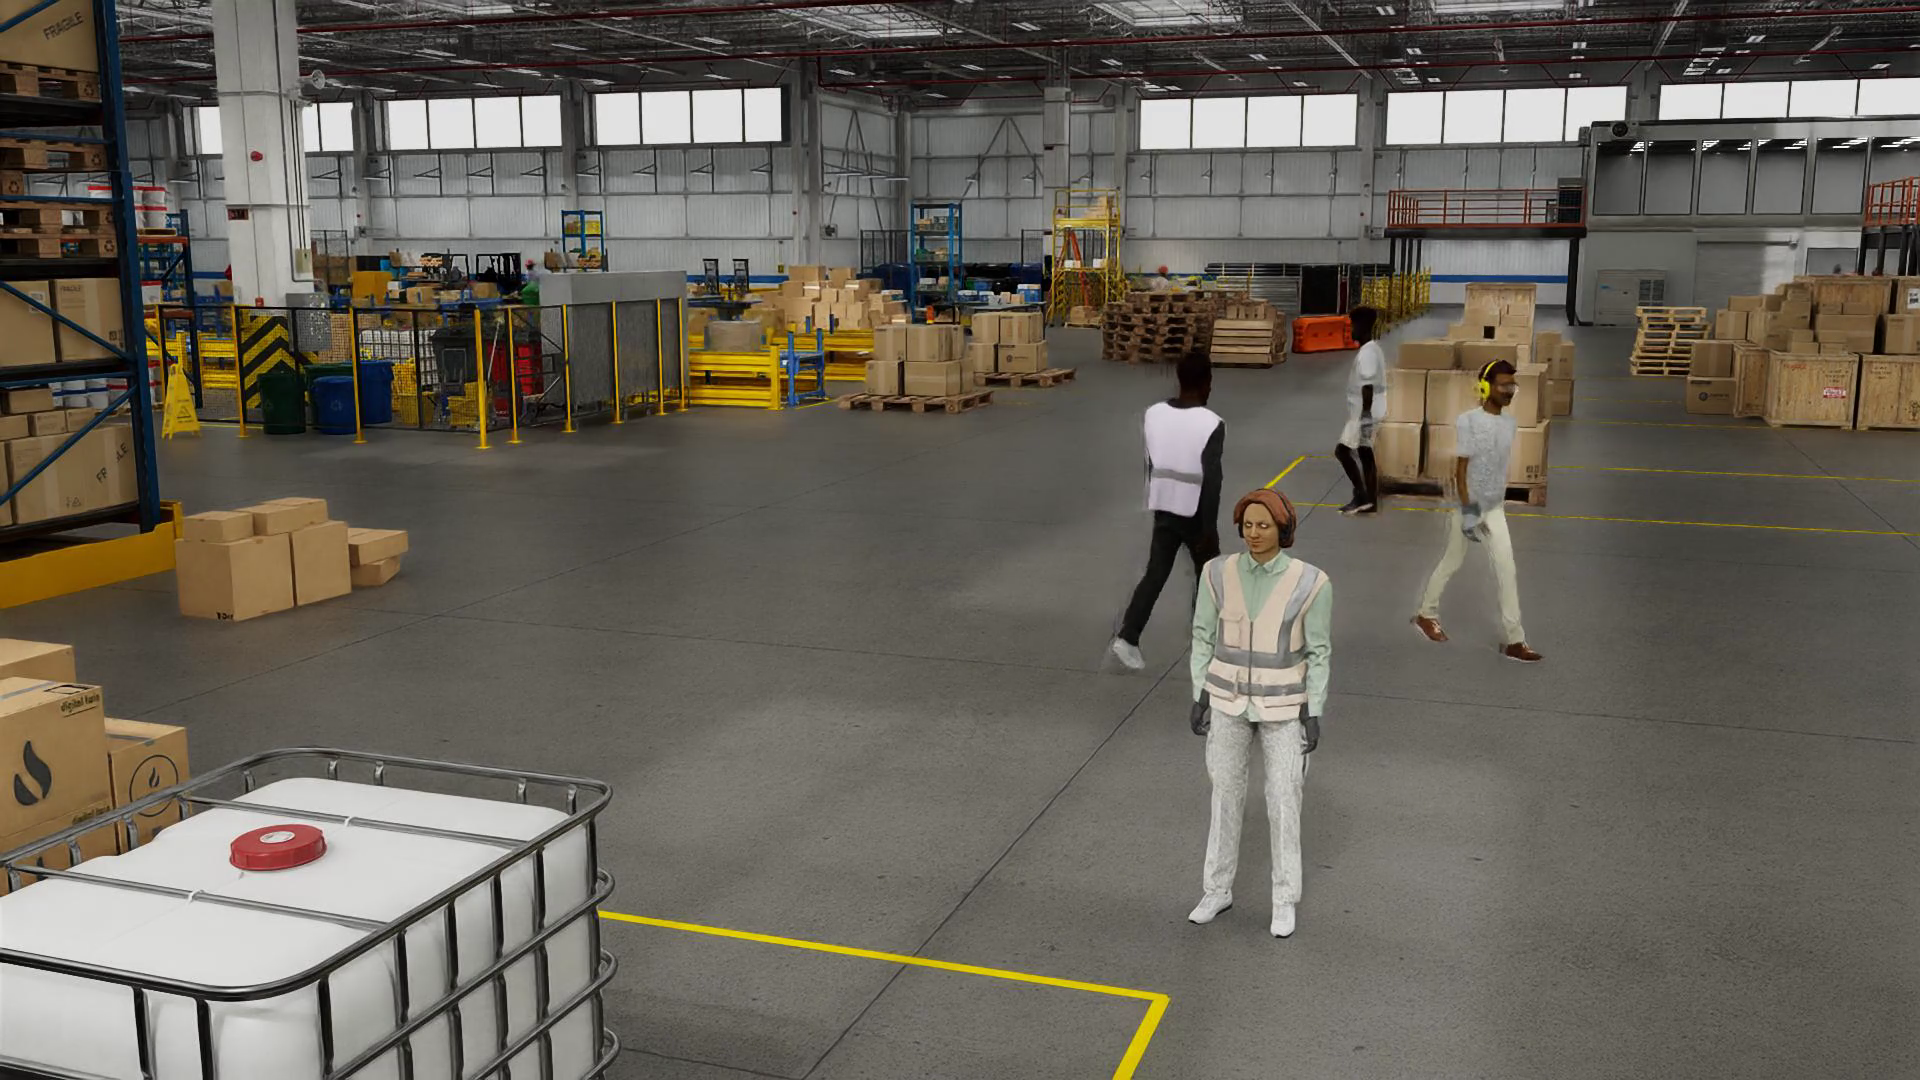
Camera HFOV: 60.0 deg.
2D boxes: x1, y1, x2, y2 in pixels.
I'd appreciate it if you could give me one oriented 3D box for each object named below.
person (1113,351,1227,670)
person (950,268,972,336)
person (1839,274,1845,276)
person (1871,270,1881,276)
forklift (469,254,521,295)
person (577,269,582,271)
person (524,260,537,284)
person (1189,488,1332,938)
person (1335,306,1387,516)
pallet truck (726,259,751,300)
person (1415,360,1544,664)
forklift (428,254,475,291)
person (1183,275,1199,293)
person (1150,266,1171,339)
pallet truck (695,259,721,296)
[{"bbox_3d":[1.299,-0.174,9.848,0.589,1.889,0.925,9,14,42],"label":"person"},{"bbox_3d":[-0.074,-6.564,45.904,1.091,1.868,0.559,3,11,18],"label":"person"},{"bbox_3d":[19.187,-4.859,36.311,0.546,1.879,1.064,-3,11,-17],"label":"person"},{"bbox_3d":[22.507,-5.709,41.047,0.404,1.878,0.575,0,10,-2],"label":"person"},{"bbox_3d":[-17.990,-10.121,64.684,1.157,1.987,2.680,3,11,17],"label":"forklift"},{"bbox_3d":[-13.519,-8.901,59.340,0.331,1.768,0.526,6,12,31],"label":"person"},{"bbox_3d":[-14.291,-8.383,55.733,0.865,2.016,0.612,1,10,6],"label":"person"},{"bbox_3d":[1.086,0.621,6.068,0.514,1.641,0.307,5,11,25],"label":"person"},{"bbox_3d":[3.672,-1.177,15.319,0.496,1.946,0.645,4,11,20],"label":"person"},{"bbox_3d":[-7.986,-9.493,62.019,0.823,1.965,1.885,3,11,17],"label":"pallet truck"},{"bbox_3d":[3.185,-0.201,10.225,0.528,1.821,1.016,-4,11,-22],"label":"person"},{"bbox_3d":[-20.133,-10.254,65.465,1.157,1.987,2.680,3,11,19],"label":"forklift"},{"bbox_3d":[6.076,-6.061,43.504,0.506,1.704,0.856,4,11,23],"label":"person"},{"bbox_3d":[5.332,-6.336,44.401,0.623,1.953,1.005,8,13,39],"label":"person"},{"bbox_3d":[-9.165,-9.627,62.776,0.823,1.965,1.885,4,11,23],"label":"pallet truck"}]
